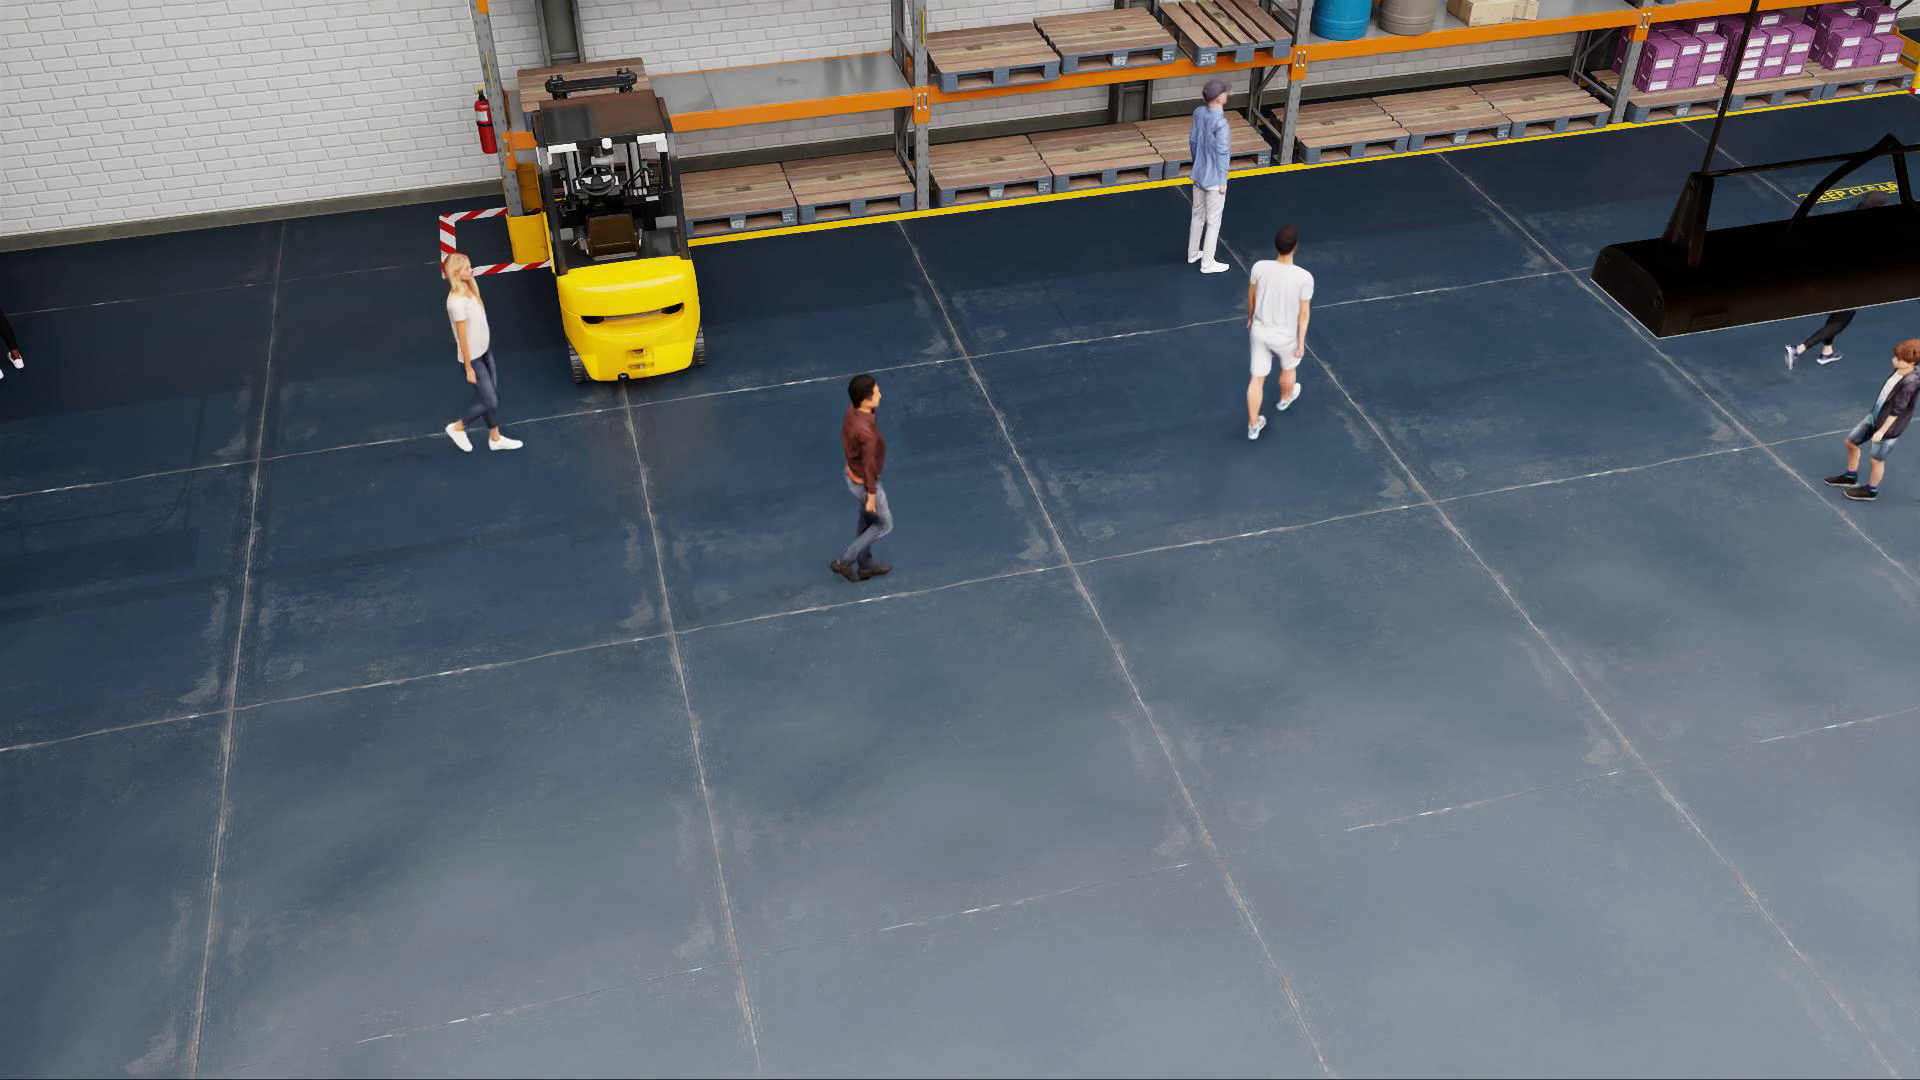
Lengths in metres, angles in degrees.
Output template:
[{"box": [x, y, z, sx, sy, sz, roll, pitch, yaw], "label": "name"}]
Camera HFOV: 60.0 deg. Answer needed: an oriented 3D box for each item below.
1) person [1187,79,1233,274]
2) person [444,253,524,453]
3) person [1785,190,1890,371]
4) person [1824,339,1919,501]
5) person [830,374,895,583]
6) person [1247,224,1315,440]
[{"box": [2.330, -3.399, 15.505, 0.650, 1.886, 0.701, -18, 42, -22], "label": "person"}, {"box": [-3.906, -1.432, 13.110, 0.868, 1.801, 0.734, 1, 39, 1], "label": "person"}, {"box": [7.472, -2.150, 14.117, 1.006, 1.677, 0.601, -12, 40, -15], "label": "person"}, {"box": [7.162, -0.902, 12.736, 0.713, 1.438, 0.659, 7, 39, 9], "label": "person"}, {"box": [-0.764, -0.398, 11.841, 0.725, 1.768, 0.664, -12, 40, -14], "label": "person"}, {"box": [2.484, -1.613, 13.315, 1.102, 1.827, 1.152, 19, 42, 22], "label": "person"}]
